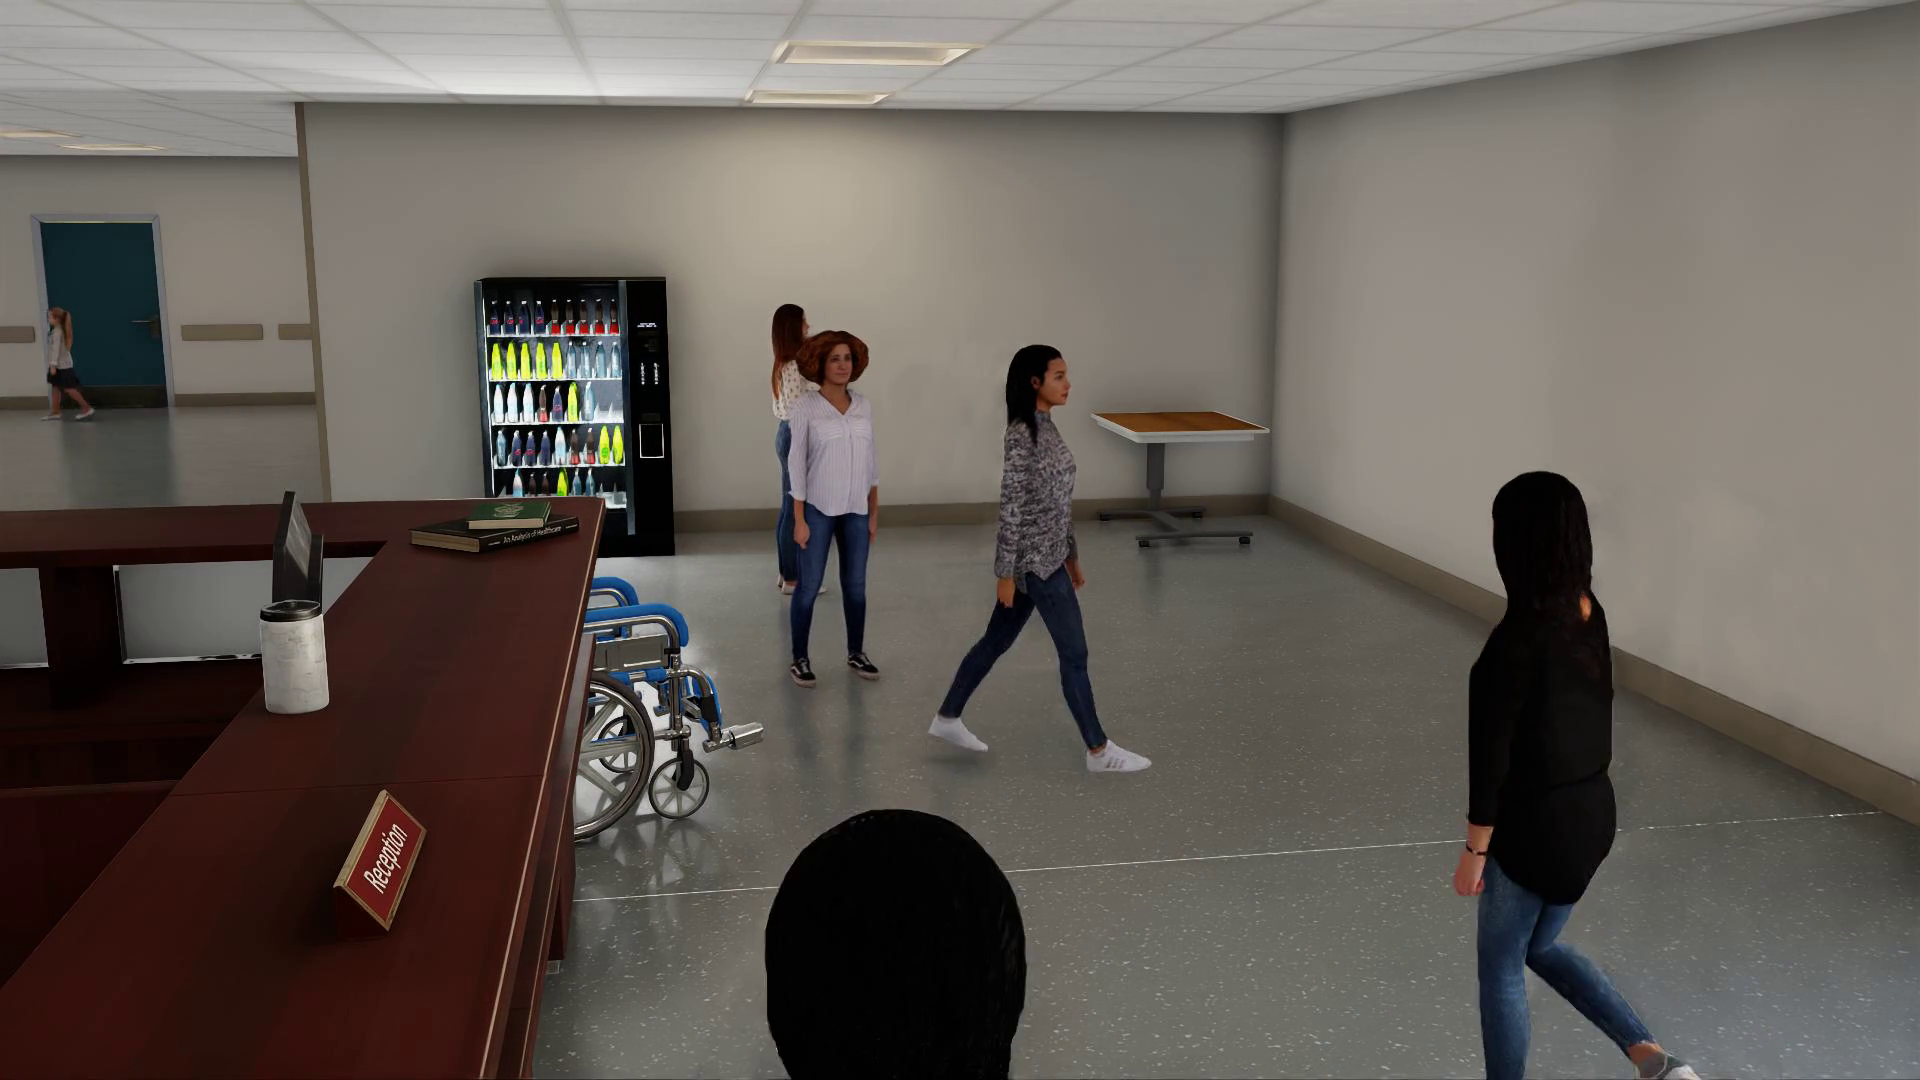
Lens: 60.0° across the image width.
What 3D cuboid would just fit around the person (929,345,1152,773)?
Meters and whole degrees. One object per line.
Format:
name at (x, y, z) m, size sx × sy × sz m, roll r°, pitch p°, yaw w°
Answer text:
person at (0.210, 0.102, 6.662) m, size 1.254 × 1.687 × 0.997 m, roll 3°, pitch 11°, yaw 18°

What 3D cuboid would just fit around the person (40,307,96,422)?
person at (-10.038, -1.971, 18.701) m, size 0.824 × 1.264 × 0.590 m, roll -4°, pitch 11°, yaw -18°

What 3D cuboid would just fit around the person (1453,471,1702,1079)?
person at (1.416, 0.673, 3.810) m, size 0.913 × 1.629 × 0.894 m, roll 10°, pitch 15°, yaw 43°

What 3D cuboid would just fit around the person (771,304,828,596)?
person at (-0.997, -0.550, 9.986) m, size 0.500 × 1.729 × 0.581 m, roll -2°, pitch 11°, yaw -12°

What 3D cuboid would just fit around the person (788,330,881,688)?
person at (-0.622, -0.164, 8.016) m, size 0.624 × 1.706 × 0.760 m, roll -5°, pitch 12°, yaw -26°
